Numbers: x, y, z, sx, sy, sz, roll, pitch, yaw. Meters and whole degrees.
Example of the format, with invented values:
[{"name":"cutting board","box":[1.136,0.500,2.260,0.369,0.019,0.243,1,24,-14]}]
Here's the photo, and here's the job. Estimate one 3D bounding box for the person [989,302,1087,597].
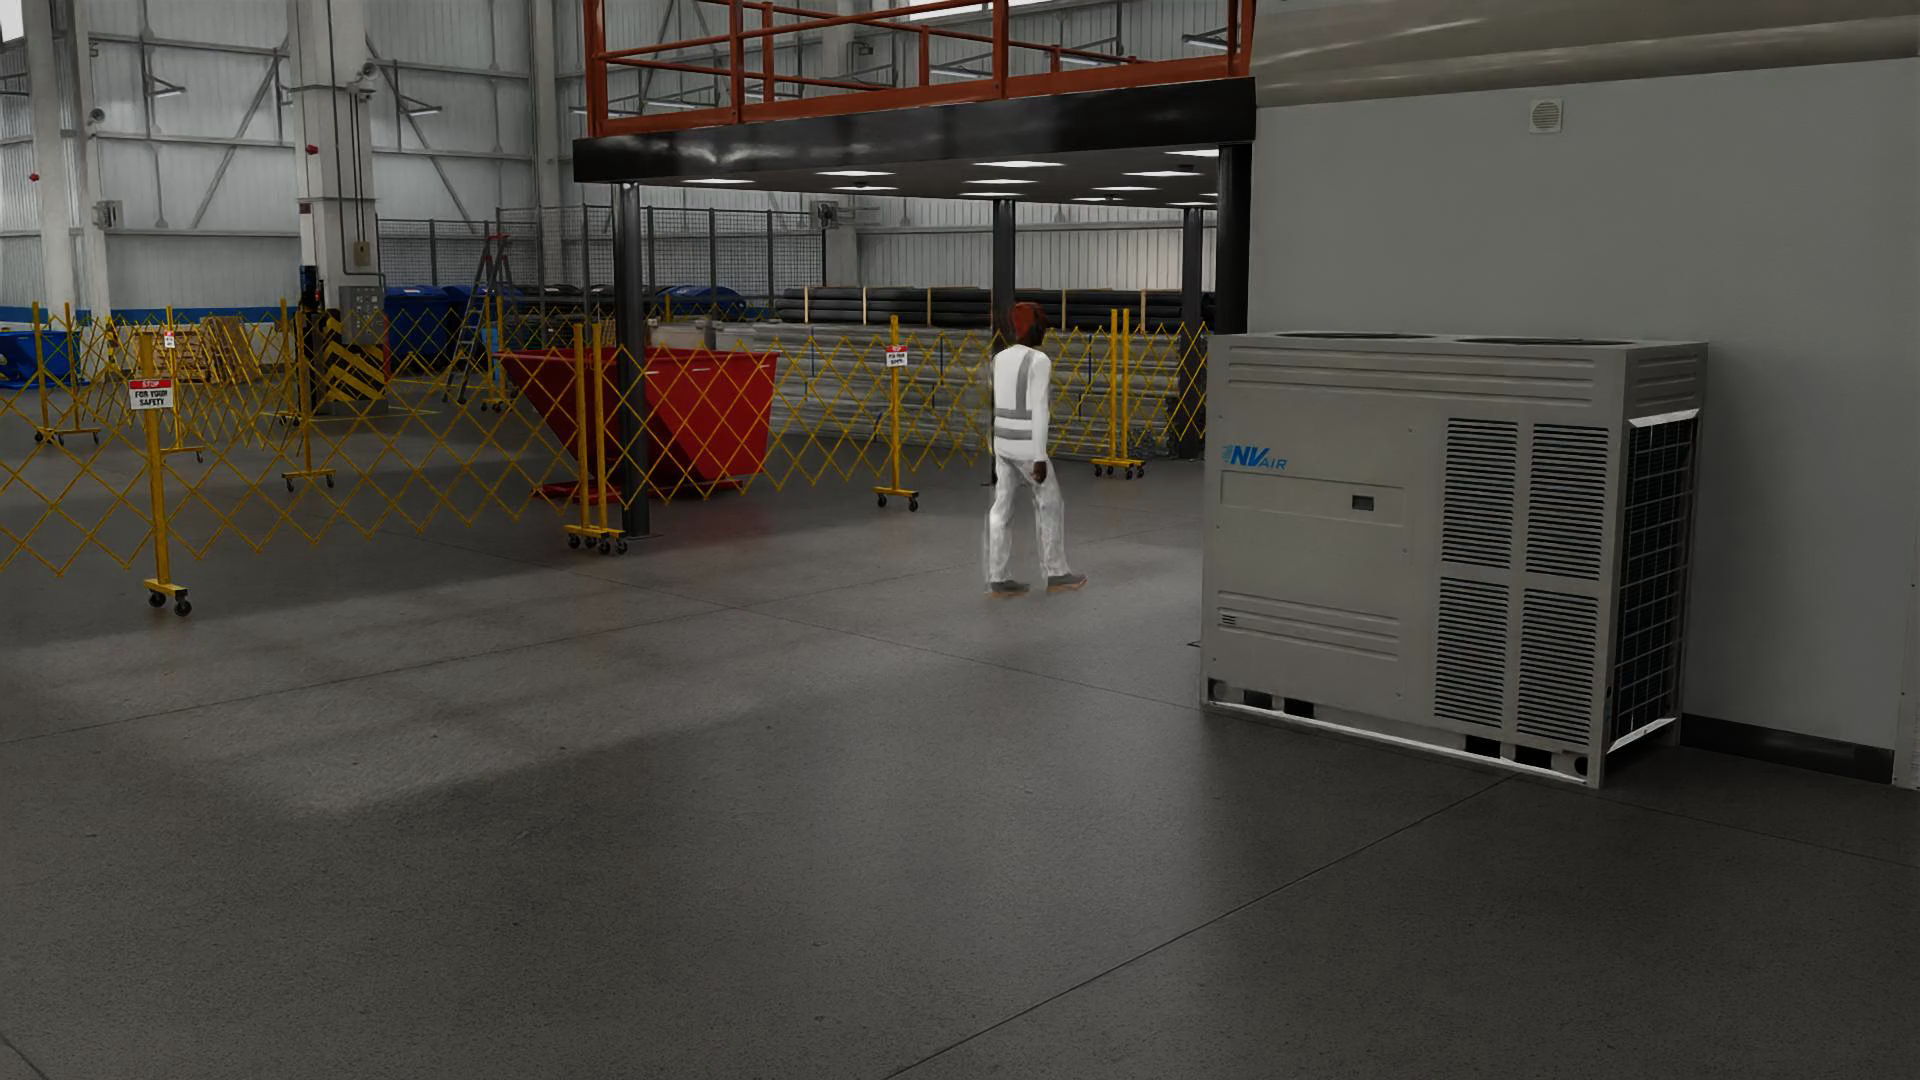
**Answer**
[{"name":"person","box":[0.498,-0.571,10.563,0.803,1.856,0.613,-6,11,-34]}]
